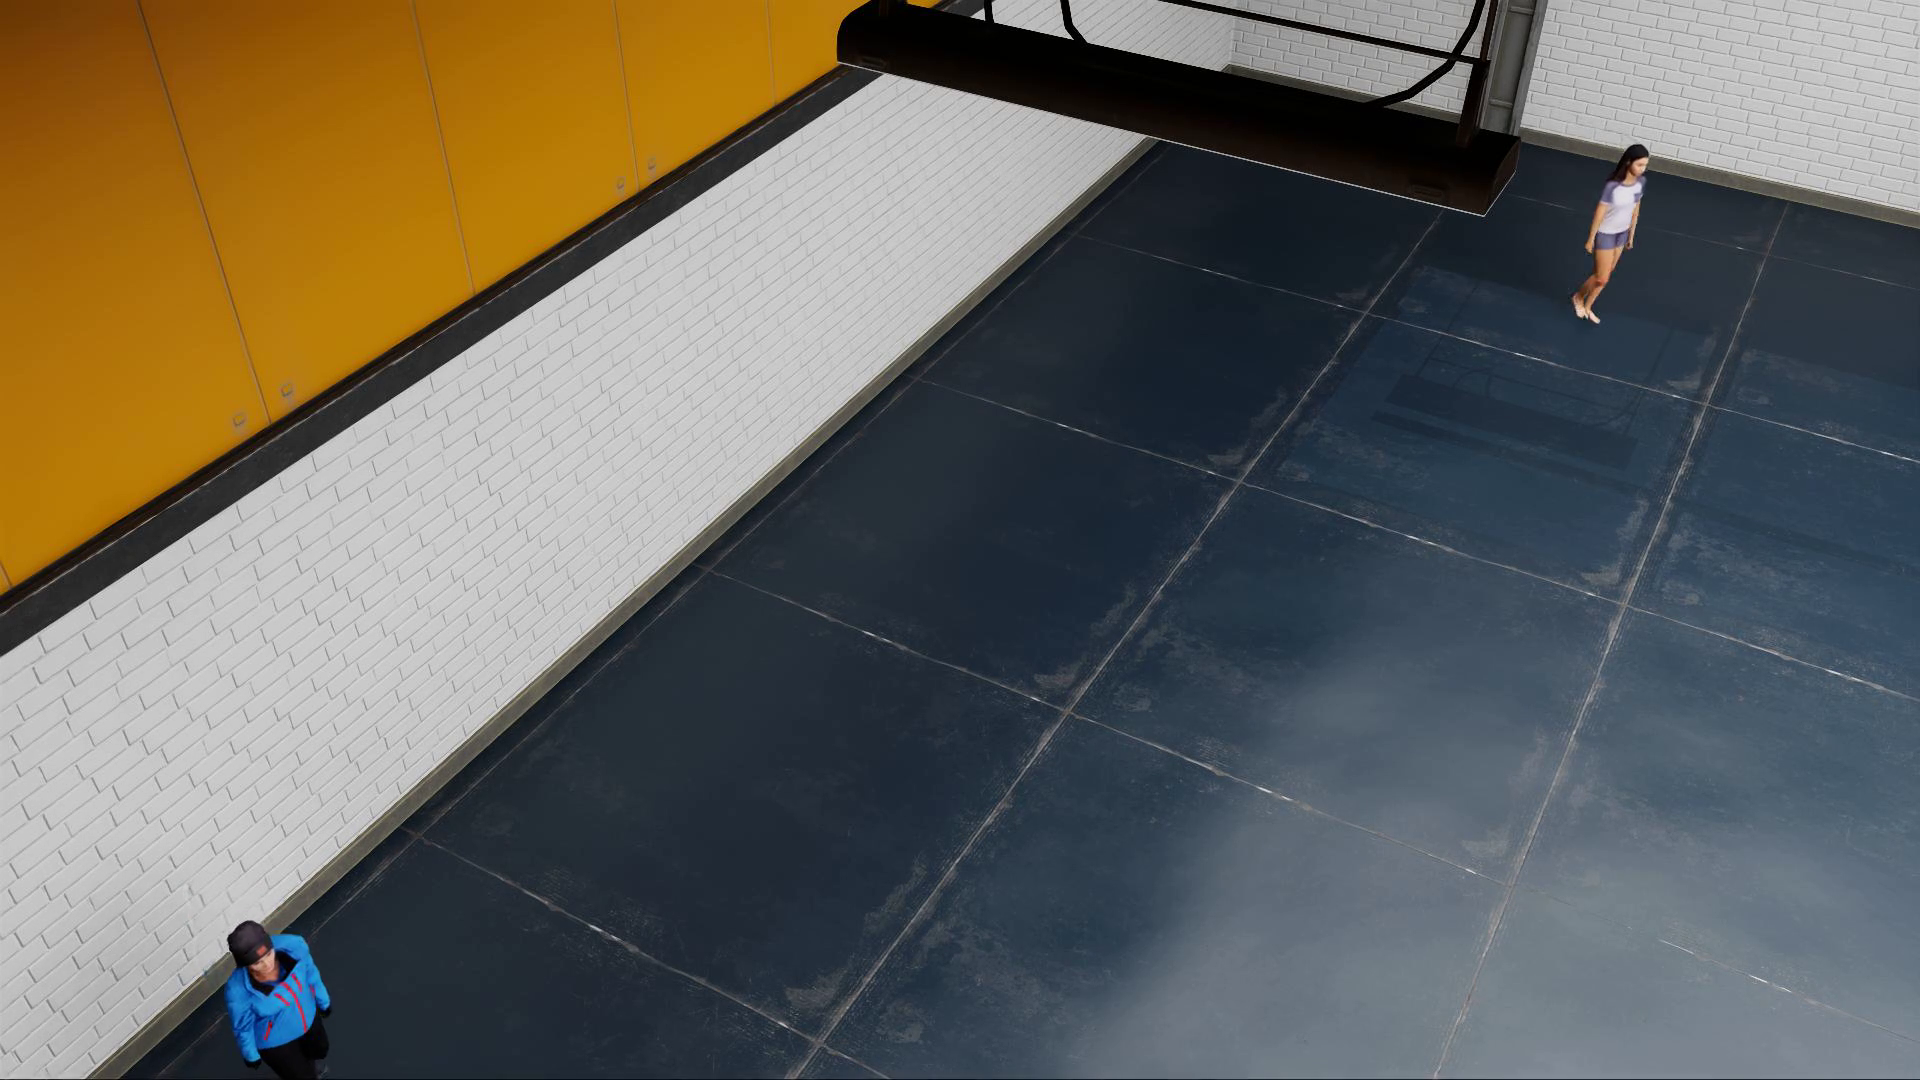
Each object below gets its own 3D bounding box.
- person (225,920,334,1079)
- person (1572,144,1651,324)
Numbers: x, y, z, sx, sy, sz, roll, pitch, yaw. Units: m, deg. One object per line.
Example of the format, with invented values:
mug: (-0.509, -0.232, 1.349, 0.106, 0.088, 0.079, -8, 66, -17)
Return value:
person: (-3.384, 2.384, 8.250, 0.906, 1.763, 0.656, 20, 43, 24)
person: (5.681, -2.726, 14.685, 0.713, 1.718, 0.757, -15, 41, -18)
